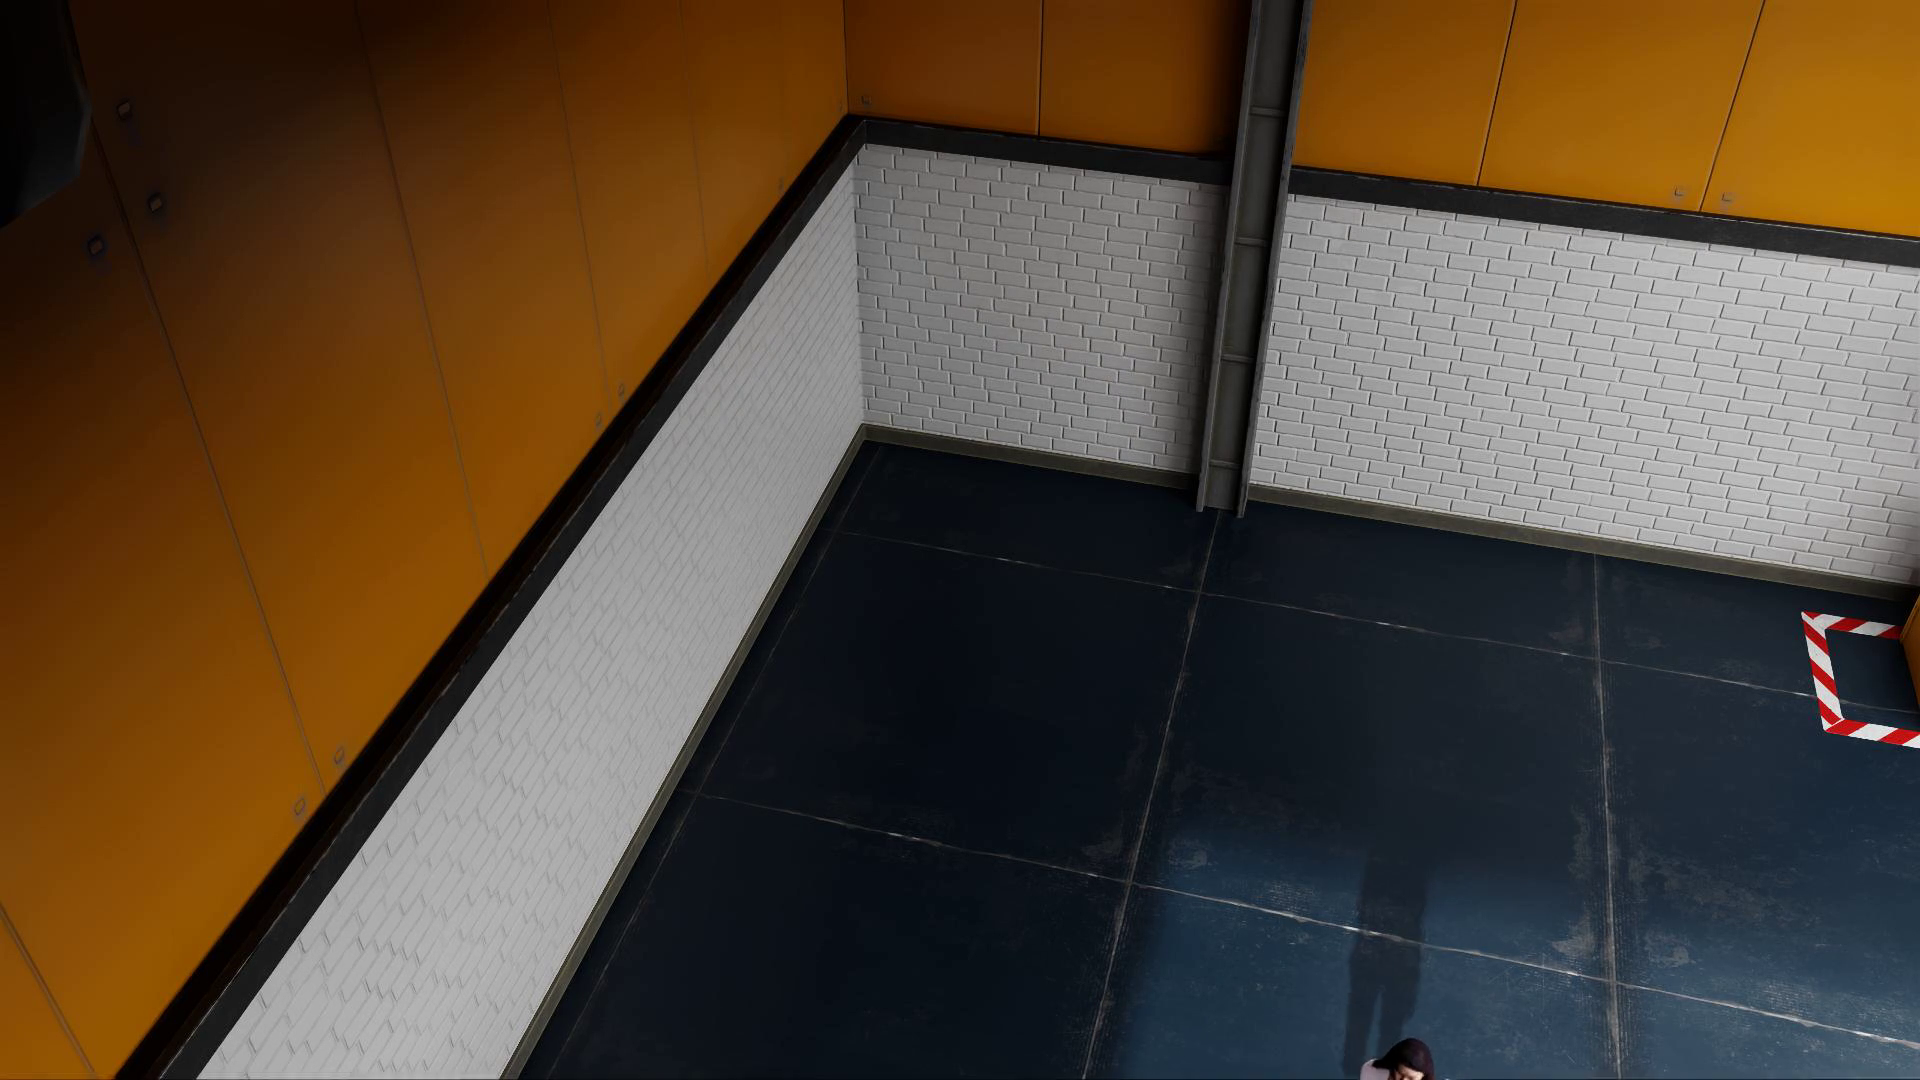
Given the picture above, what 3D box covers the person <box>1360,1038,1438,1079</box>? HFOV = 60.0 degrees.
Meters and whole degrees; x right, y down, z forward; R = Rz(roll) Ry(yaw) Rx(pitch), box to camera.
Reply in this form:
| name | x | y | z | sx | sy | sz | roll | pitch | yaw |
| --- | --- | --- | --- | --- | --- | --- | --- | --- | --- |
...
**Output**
| name | x | y | z | sx | sy | sz | roll | pitch | yaw |
| --- | --- | --- | --- | --- | --- | --- | --- | --- | --- |
| person | 2.191 | 3.003 | 8.436 | 0.709 | 1.672 | 0.779 | 20 | 43 | 23 |
